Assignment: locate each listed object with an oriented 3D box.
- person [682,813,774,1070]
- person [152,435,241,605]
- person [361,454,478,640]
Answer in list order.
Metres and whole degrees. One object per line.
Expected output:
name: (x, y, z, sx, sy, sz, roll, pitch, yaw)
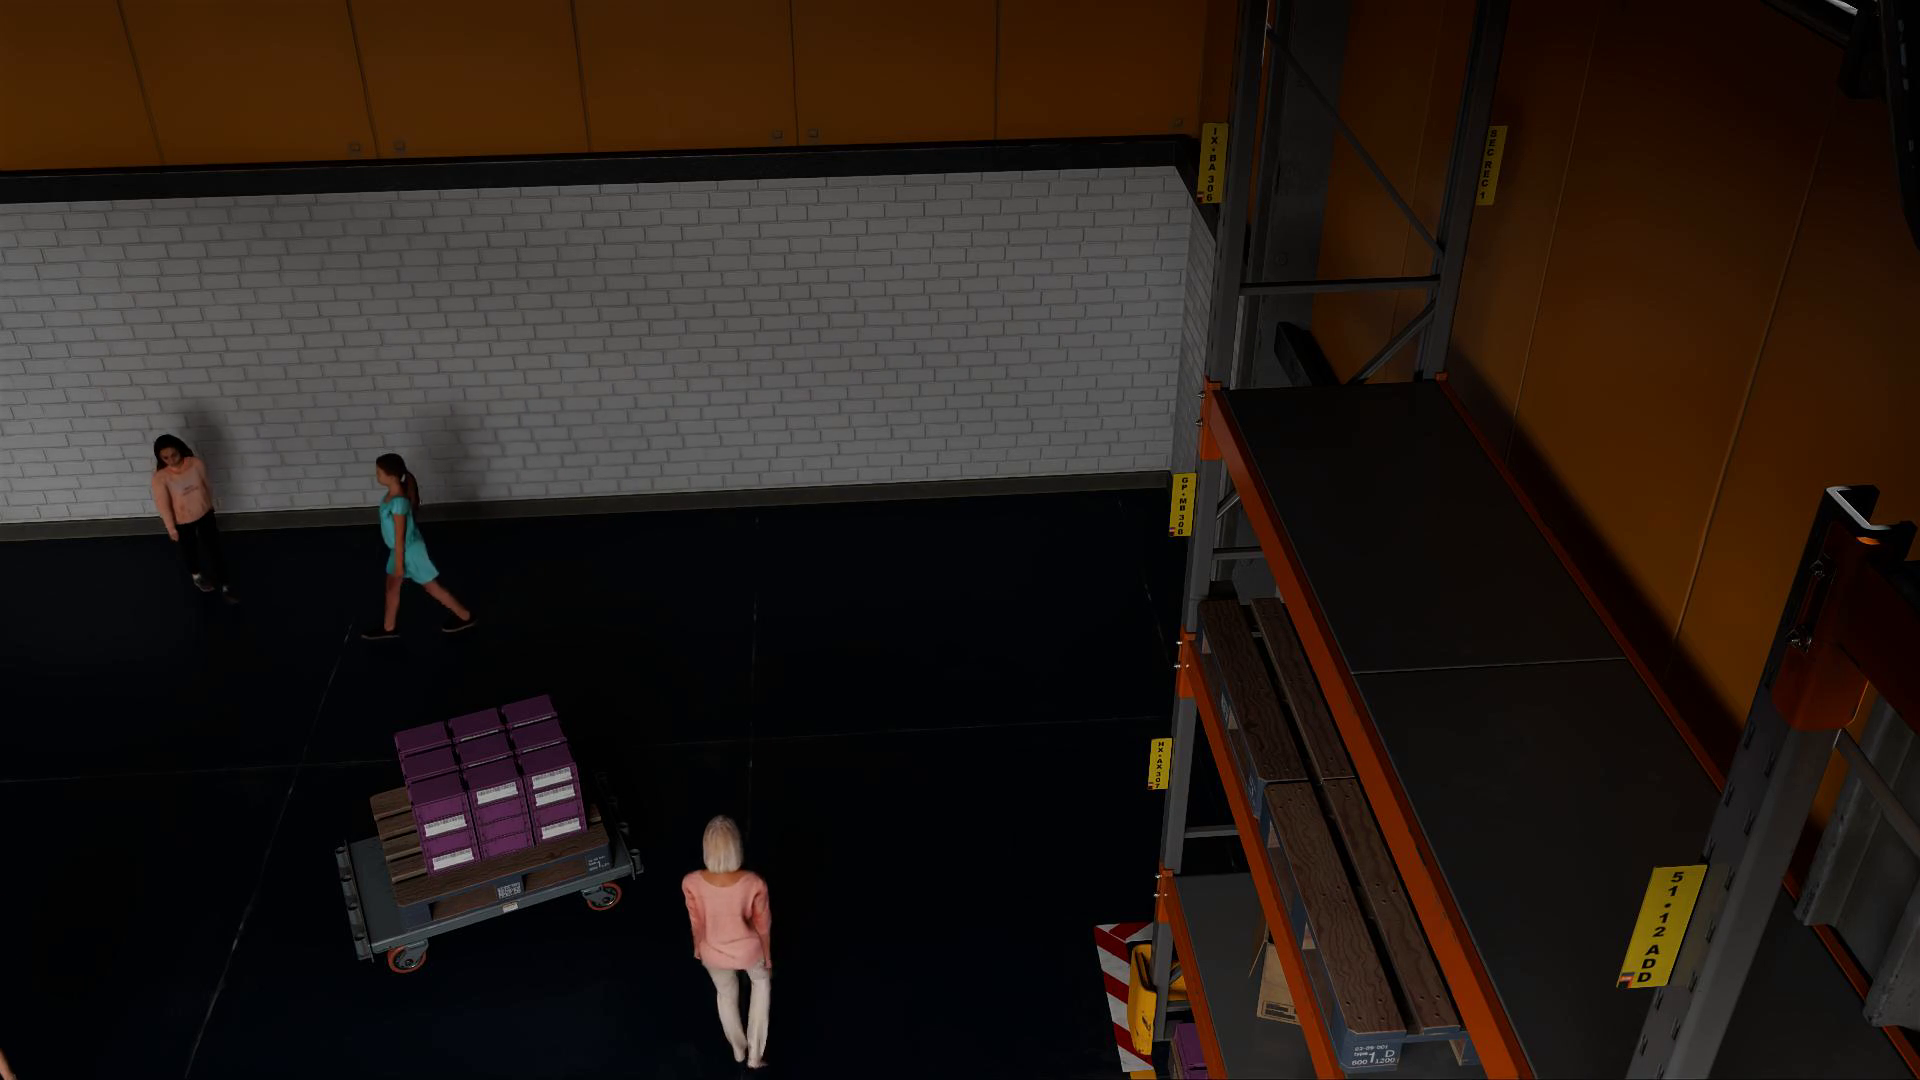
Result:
person: (-1.180, 2.151, 8.571, 0.593, 1.715, 0.680, -2, 34, -3)
person: (-5.729, -0.202, 12.354, 0.949, 1.445, 0.863, 25, 41, 32)
person: (-3.858, 0.077, 11.867, 0.748, 1.519, 1.024, -8, 34, -12)
